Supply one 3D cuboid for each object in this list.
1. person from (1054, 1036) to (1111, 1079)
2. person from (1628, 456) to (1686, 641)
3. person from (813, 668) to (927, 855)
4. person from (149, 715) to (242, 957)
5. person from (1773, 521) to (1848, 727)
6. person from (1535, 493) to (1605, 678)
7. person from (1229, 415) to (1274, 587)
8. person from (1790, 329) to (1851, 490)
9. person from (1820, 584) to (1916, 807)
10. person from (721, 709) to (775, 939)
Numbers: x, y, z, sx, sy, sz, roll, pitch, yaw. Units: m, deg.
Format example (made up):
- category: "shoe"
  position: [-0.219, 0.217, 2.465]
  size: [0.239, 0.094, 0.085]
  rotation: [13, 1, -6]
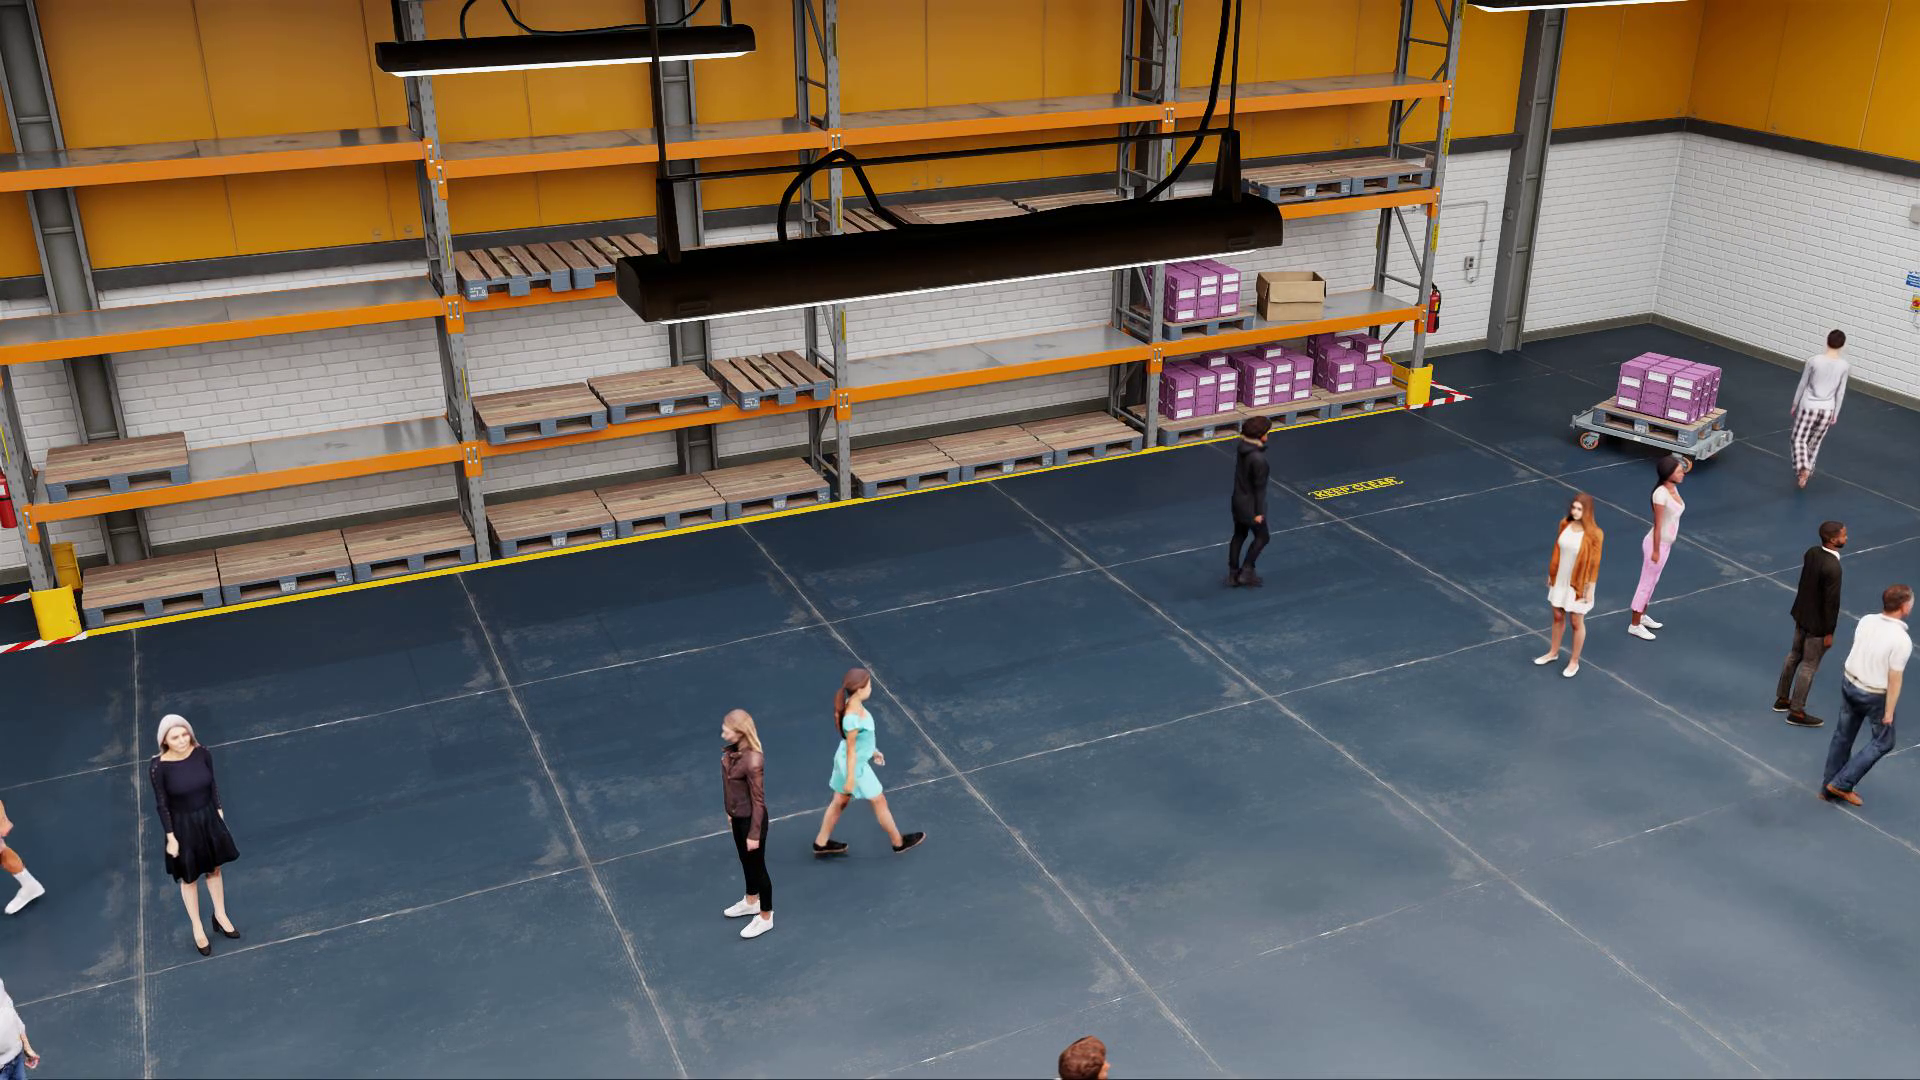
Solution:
- category: "person"
  position: [0.557, 3.192, 8.008]
  size: [0.582, 1.904, 0.658]
  rotation: [-12, 26, -25]
- category: "person"
  position: [6.457, 0.051, 15.399]
  size: [0.717, 1.740, 0.609]
  rotation: [15, 28, 31]
- category: "person"
  position: [-0.841, 1.647, 12.037]
  size: [1.096, 1.507, 0.718]
  rotation: [-4, 24, -8]
- category: "person"
  position: [-5.094, 1.937, 11.074]
  size: [0.749, 1.747, 0.646]
  rotation: [18, 29, 35]
- category: "person"
  position: [7.129, 0.679, 13.887]
  size: [0.719, 1.800, 0.739]
  rotation: [0, 24, 1]
- category: "person"
  position: [5.427, 0.361, 14.718]
  size: [0.605, 1.717, 0.634]
  rotation: [-15, 28, -31]
- category: "person"
  position: [2.763, -0.343, 16.272]
  size: [0.571, 1.762, 0.643]
  rotation: [-9, 25, -20]
- category: "person"
  position: [9.640, -1.440, 18.705]
  size: [1.038, 1.824, 1.074]
  rotation: [7, 25, 15]
- category: "person"
  position: [6.818, 1.196, 12.655]
  size: [0.725, 1.839, 0.739]
  rotation: [-6, 24, -13]
- category: "person"
  position: [-1.429, 1.883, 11.250]
  size: [0.508, 1.706, 0.610]
  rotation: [-12, 26, -25]
